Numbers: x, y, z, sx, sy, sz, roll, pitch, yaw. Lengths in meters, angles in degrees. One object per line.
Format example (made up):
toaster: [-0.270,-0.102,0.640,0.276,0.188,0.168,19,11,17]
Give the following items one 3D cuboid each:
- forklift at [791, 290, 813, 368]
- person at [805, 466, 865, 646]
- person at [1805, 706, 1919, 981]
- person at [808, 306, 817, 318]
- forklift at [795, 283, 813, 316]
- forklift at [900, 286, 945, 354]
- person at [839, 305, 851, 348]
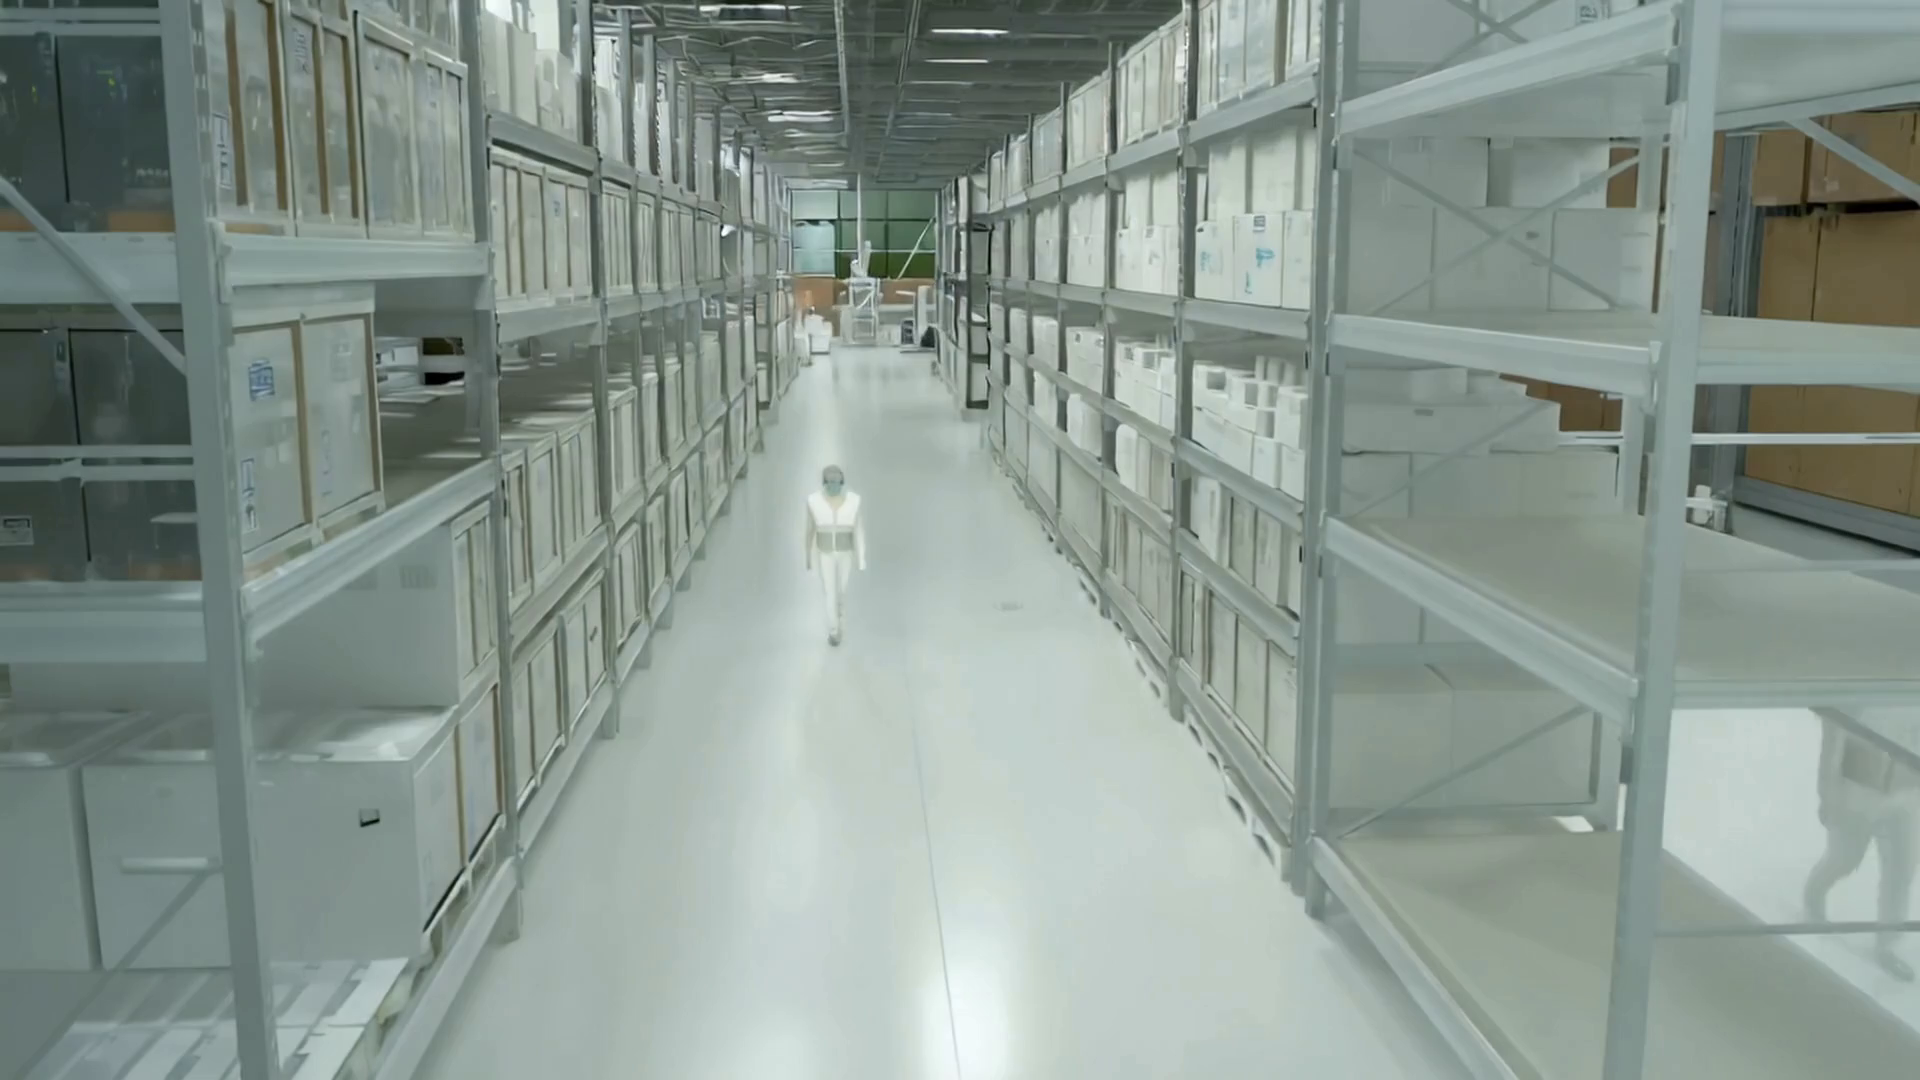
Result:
forklift: [-6.144,-7.563,59.647,1.129,2.768,1.873,3,10,17]
person: [-1.273,0.125,16.963,0.581,1.799,0.955,-2,10,-12]
person: [5.025,1.383,9.159,0.650,1.883,0.793,1,10,3]
person: [-6.408,-9.284,72.771,0.546,1.930,0.390,9,13,42]
forklift: [-7.391,-10.742,78.637,1.129,2.768,1.873,-1,10,-4]
forklift: [-1.556,-9.136,69.040,1.873,2.768,1.129,-1,10,-3]
person: [-5.150,-9.475,73.966,0.551,1.906,0.629,2,10,12]
